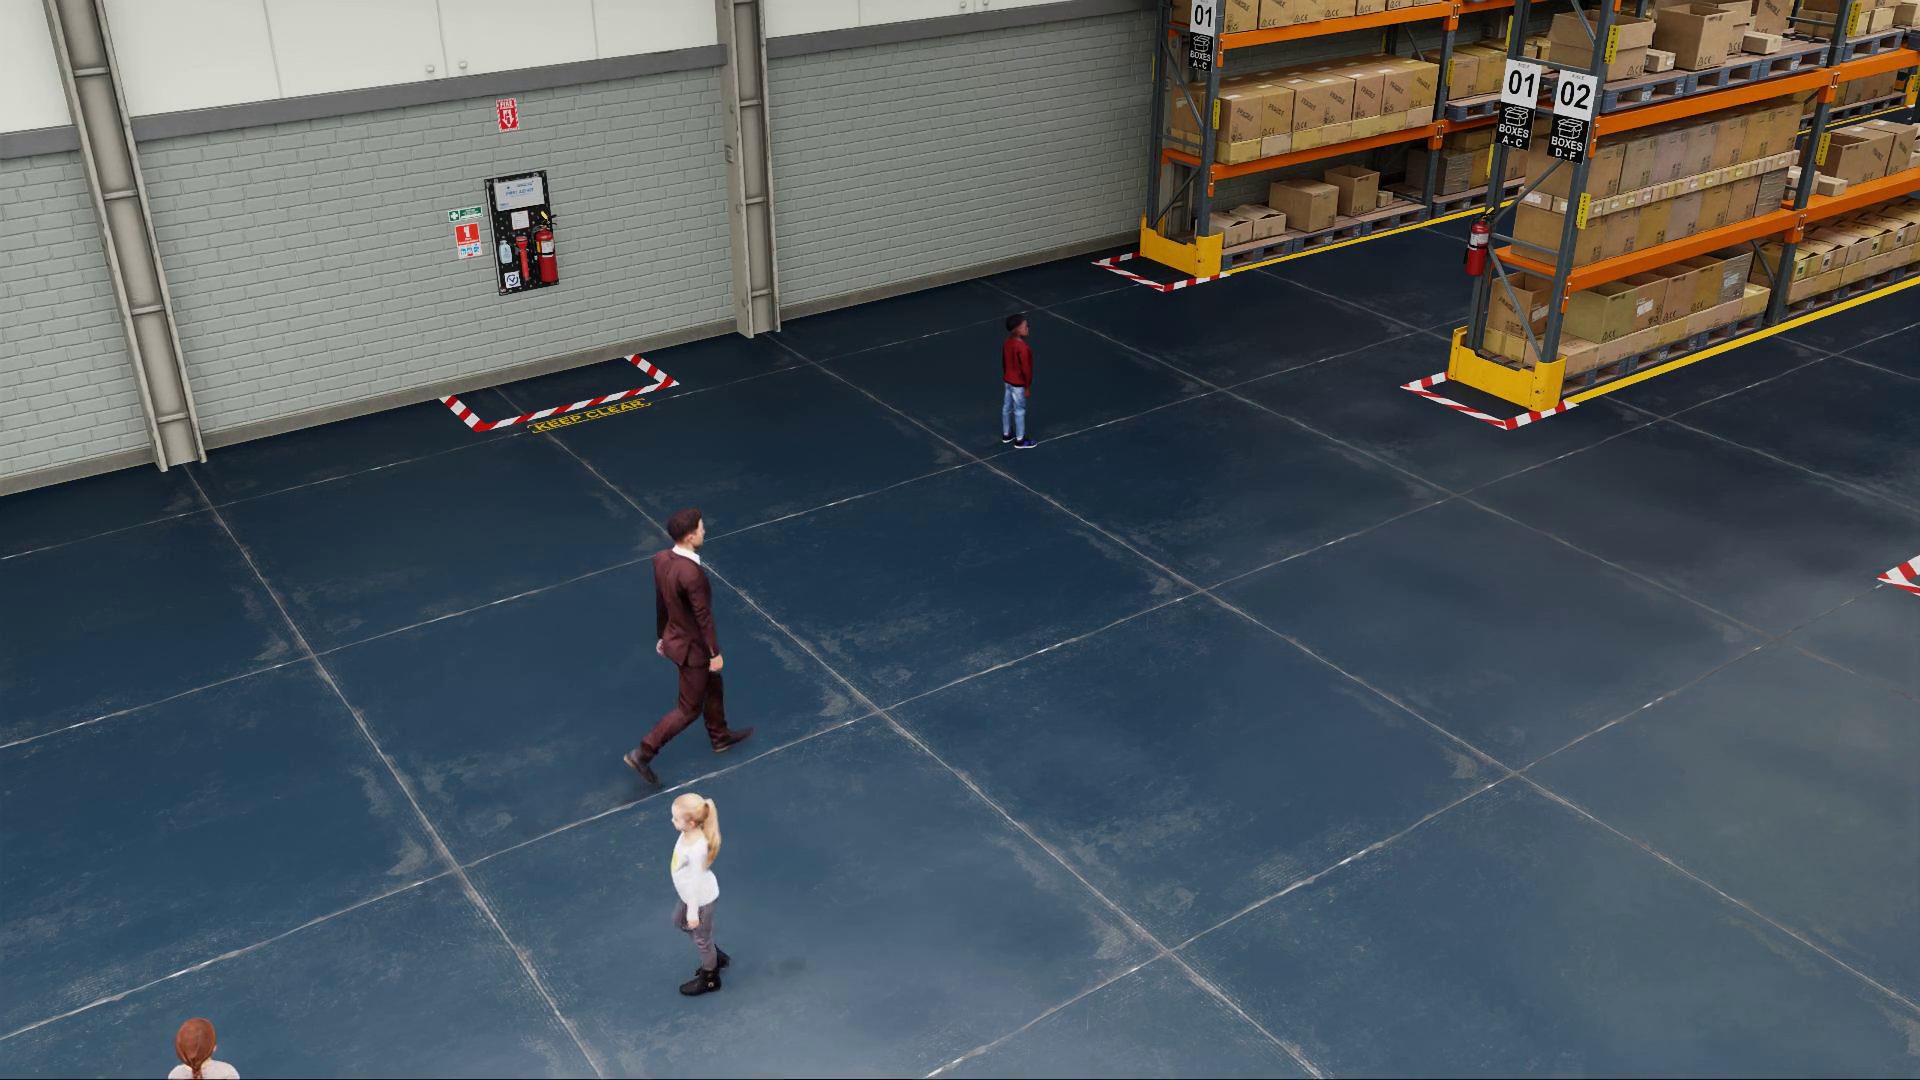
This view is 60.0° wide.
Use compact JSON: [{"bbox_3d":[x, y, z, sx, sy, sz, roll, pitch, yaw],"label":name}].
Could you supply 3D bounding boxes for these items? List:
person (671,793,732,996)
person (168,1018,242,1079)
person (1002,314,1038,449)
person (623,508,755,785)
[{"bbox_3d":[-1.324,1.861,8.789,0.608,1.274,0.578,-6,28,-11],"label":"person"},{"bbox_3d":[-3.313,2.622,7.399,0.523,1.194,0.611,-2,27,-3],"label":"person"},{"bbox_3d":[0.513,-1.462,15.266,0.484,1.253,0.508,-16,31,-28],"label":"person"},{"bbox_3d":[-1.769,0.702,10.429,1.191,1.833,0.697,-16,31,-28],"label":"person"}]
